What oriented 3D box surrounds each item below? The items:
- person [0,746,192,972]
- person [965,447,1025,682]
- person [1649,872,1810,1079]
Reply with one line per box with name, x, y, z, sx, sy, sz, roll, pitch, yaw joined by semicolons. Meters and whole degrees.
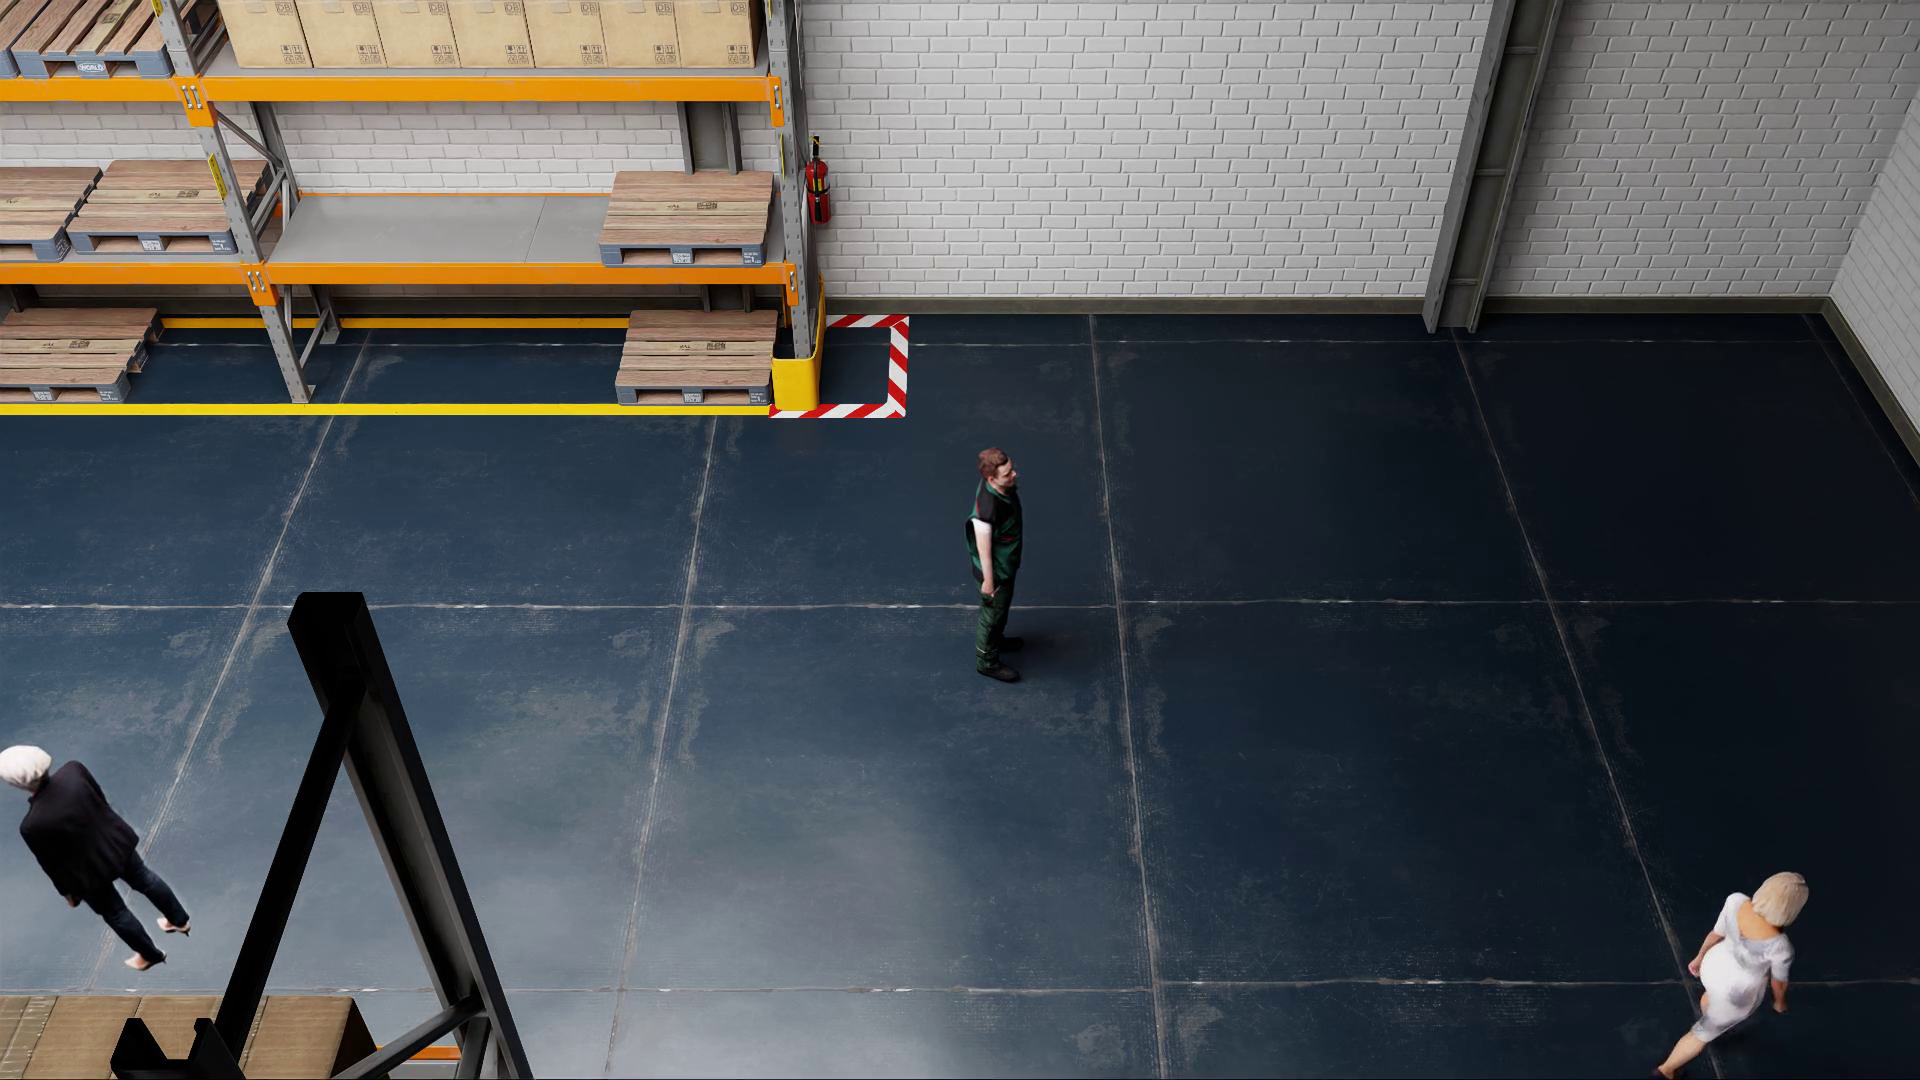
person;-4.328;1.559;8.378;0.699;1.777;0.789;13;45;13
person;0.234;0.132;10.524;0.626;1.843;0.672;5;44;6
person;3.824;2.266;8.368;0.958;1.727;0.752;-14;45;-14
